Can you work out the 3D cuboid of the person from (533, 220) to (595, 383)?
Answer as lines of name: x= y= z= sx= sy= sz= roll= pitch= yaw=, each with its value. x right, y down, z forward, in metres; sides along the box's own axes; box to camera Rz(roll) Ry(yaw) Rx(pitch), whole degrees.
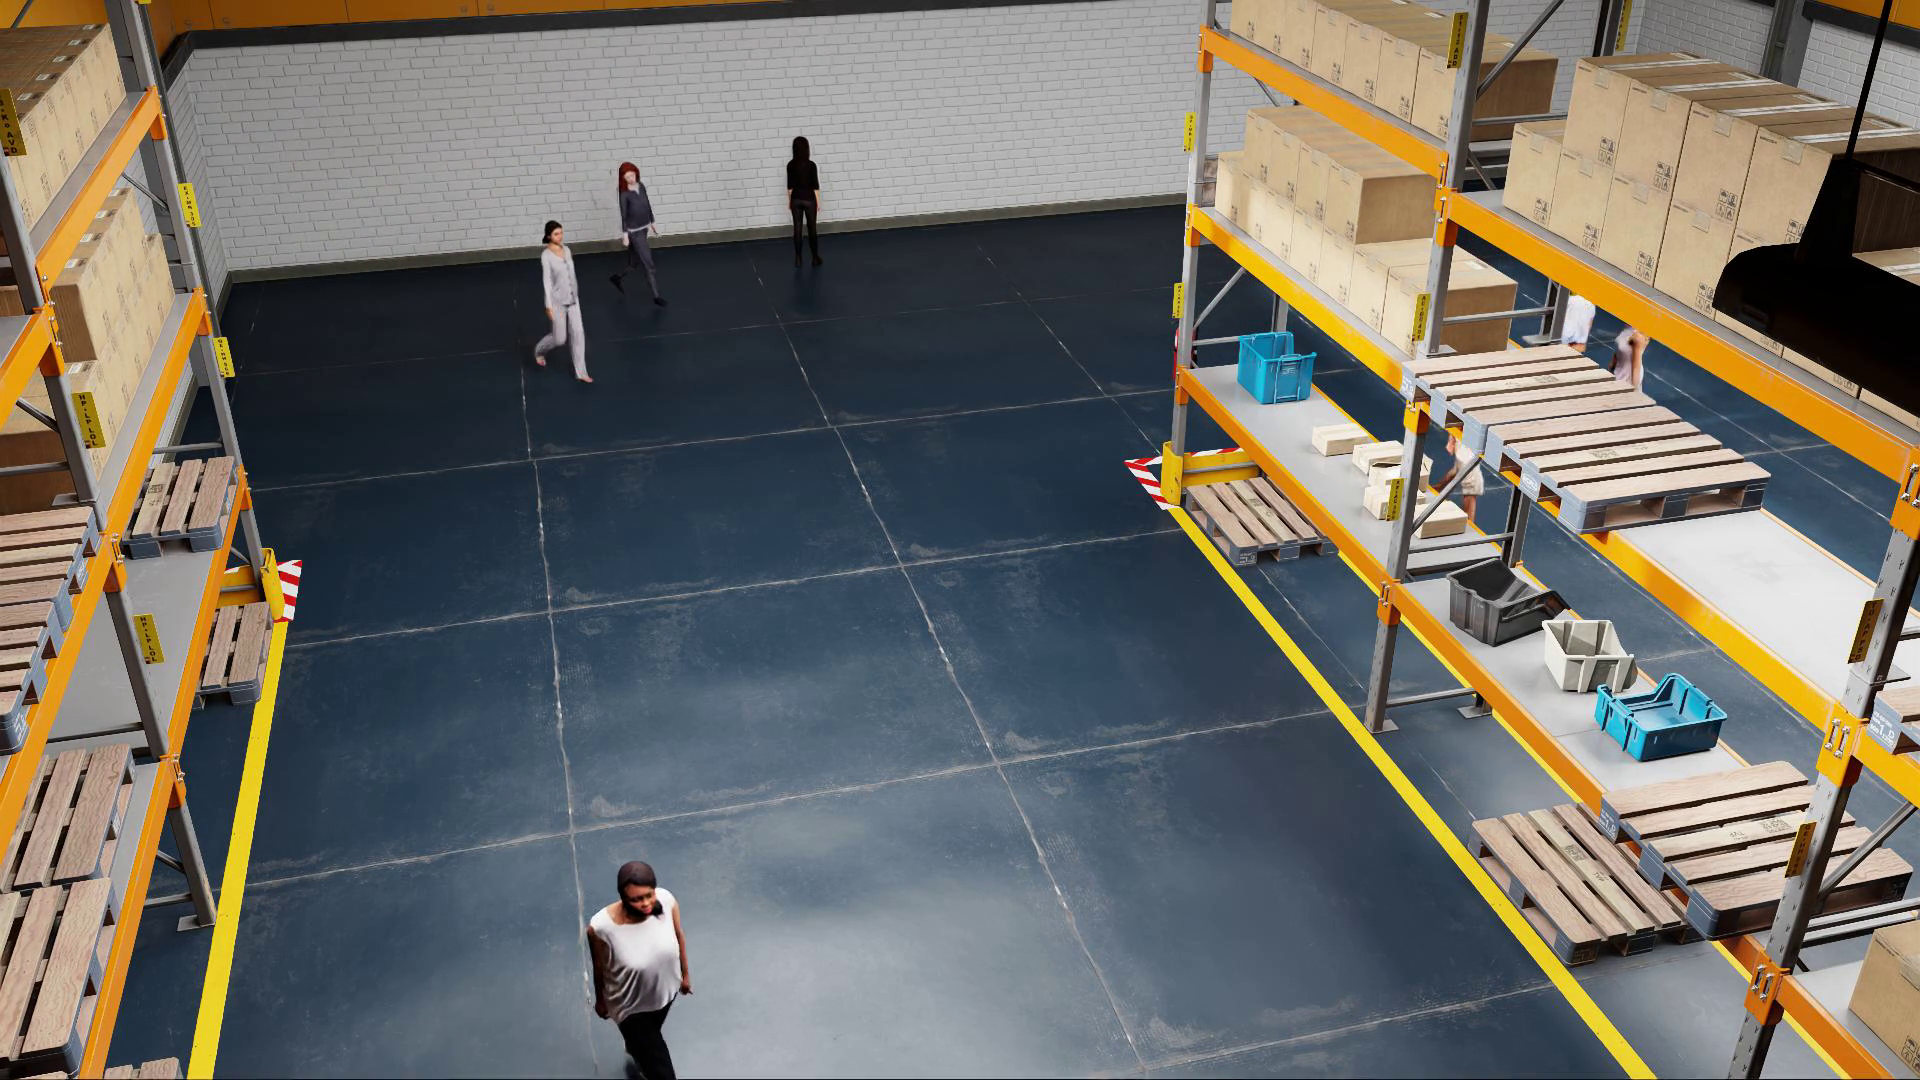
person: x=-4.311 y=-2.548 z=17.747 sx=1.061 sy=1.755 sz=0.977 roll=17 pitch=33 yaw=28

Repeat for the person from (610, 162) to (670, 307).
person: x=-3.899 y=-3.631 z=19.755 sx=1.112 sy=1.733 sz=1.099 roll=11 pitch=30 yaw=19

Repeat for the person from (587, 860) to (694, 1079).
person: x=-1.696 y=2.365 z=8.853 sx=0.979 sy=1.648 sz=1.216 roll=-22 pitch=36 yaw=-35

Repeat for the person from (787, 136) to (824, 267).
person: x=-1.981 y=-4.276 z=21.034 sx=0.640 sy=1.641 sz=0.630 roll=4 pitch=29 yaw=7
